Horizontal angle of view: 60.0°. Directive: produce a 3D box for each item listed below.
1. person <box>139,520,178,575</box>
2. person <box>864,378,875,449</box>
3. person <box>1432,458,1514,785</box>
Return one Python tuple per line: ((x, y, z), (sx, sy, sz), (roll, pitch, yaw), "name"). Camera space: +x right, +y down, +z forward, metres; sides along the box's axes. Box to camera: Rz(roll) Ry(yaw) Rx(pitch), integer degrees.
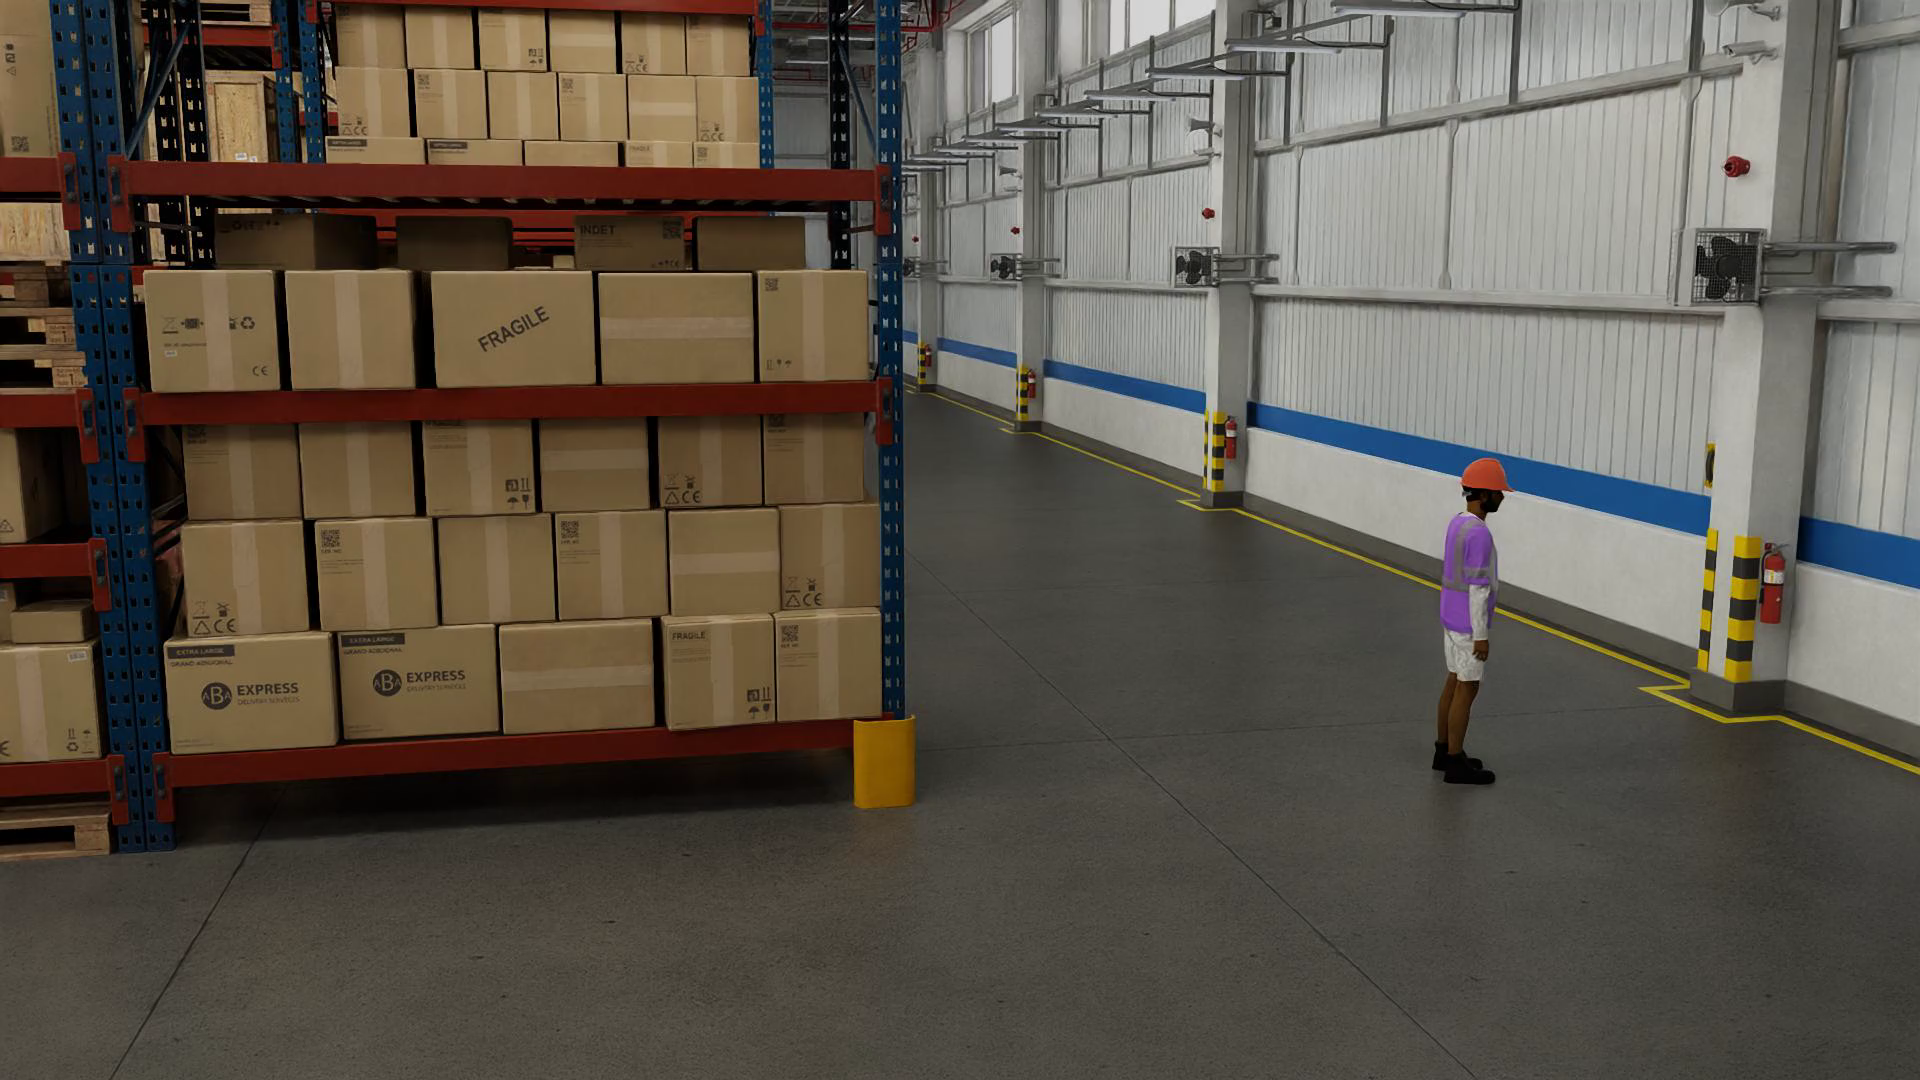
((-5.336, 0.288, 11.079), (0.610, 1.890, 0.651), (-2, 10, -12), "person")
((-1.436, -1.689, 23.392), (0.615, 1.795, 0.464), (2, 10, 12), "person")
((3.029, 0.477, 9.808), (0.390, 1.930, 0.541), (1, 9, 6), "person")
